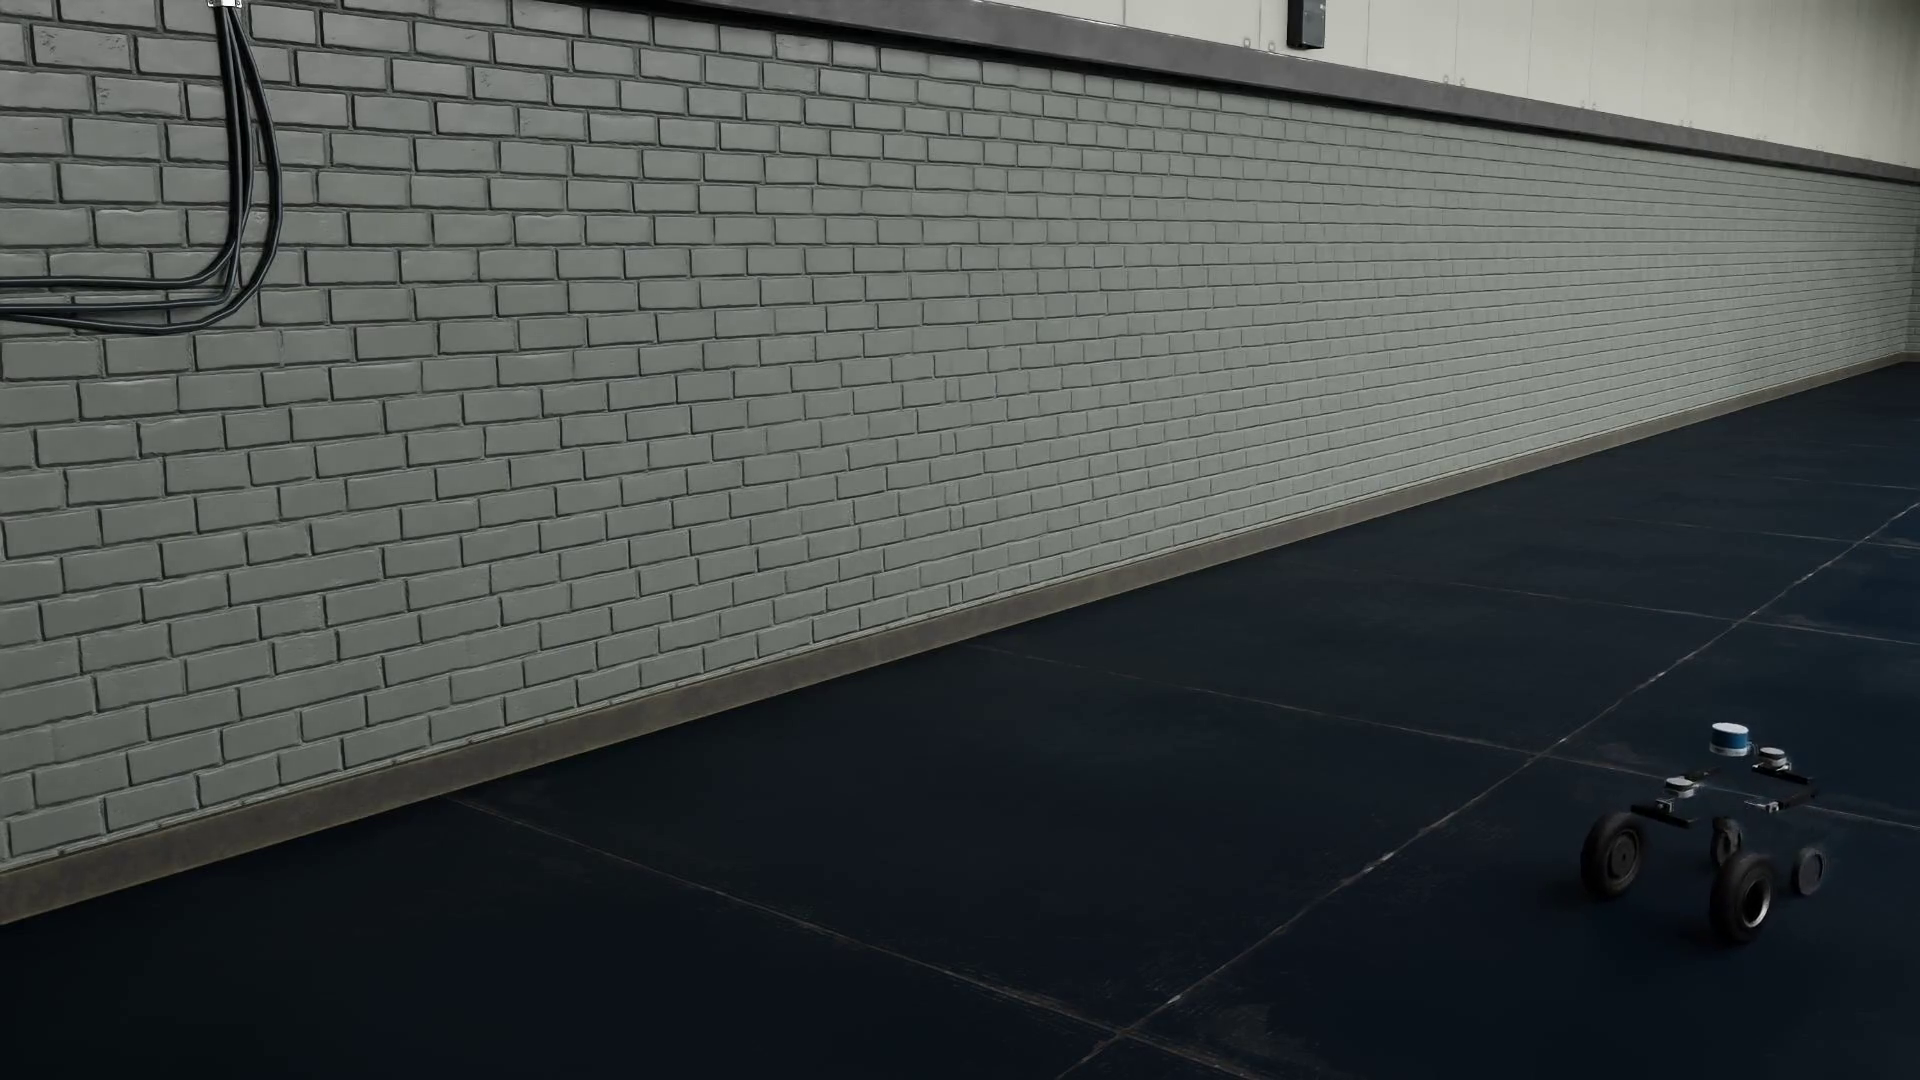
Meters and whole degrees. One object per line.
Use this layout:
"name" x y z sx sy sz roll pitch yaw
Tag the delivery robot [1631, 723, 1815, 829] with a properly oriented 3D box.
"delivery robot" 2.321 0.675 5.031 0.698 0.223 0.335 -7 13 -35
